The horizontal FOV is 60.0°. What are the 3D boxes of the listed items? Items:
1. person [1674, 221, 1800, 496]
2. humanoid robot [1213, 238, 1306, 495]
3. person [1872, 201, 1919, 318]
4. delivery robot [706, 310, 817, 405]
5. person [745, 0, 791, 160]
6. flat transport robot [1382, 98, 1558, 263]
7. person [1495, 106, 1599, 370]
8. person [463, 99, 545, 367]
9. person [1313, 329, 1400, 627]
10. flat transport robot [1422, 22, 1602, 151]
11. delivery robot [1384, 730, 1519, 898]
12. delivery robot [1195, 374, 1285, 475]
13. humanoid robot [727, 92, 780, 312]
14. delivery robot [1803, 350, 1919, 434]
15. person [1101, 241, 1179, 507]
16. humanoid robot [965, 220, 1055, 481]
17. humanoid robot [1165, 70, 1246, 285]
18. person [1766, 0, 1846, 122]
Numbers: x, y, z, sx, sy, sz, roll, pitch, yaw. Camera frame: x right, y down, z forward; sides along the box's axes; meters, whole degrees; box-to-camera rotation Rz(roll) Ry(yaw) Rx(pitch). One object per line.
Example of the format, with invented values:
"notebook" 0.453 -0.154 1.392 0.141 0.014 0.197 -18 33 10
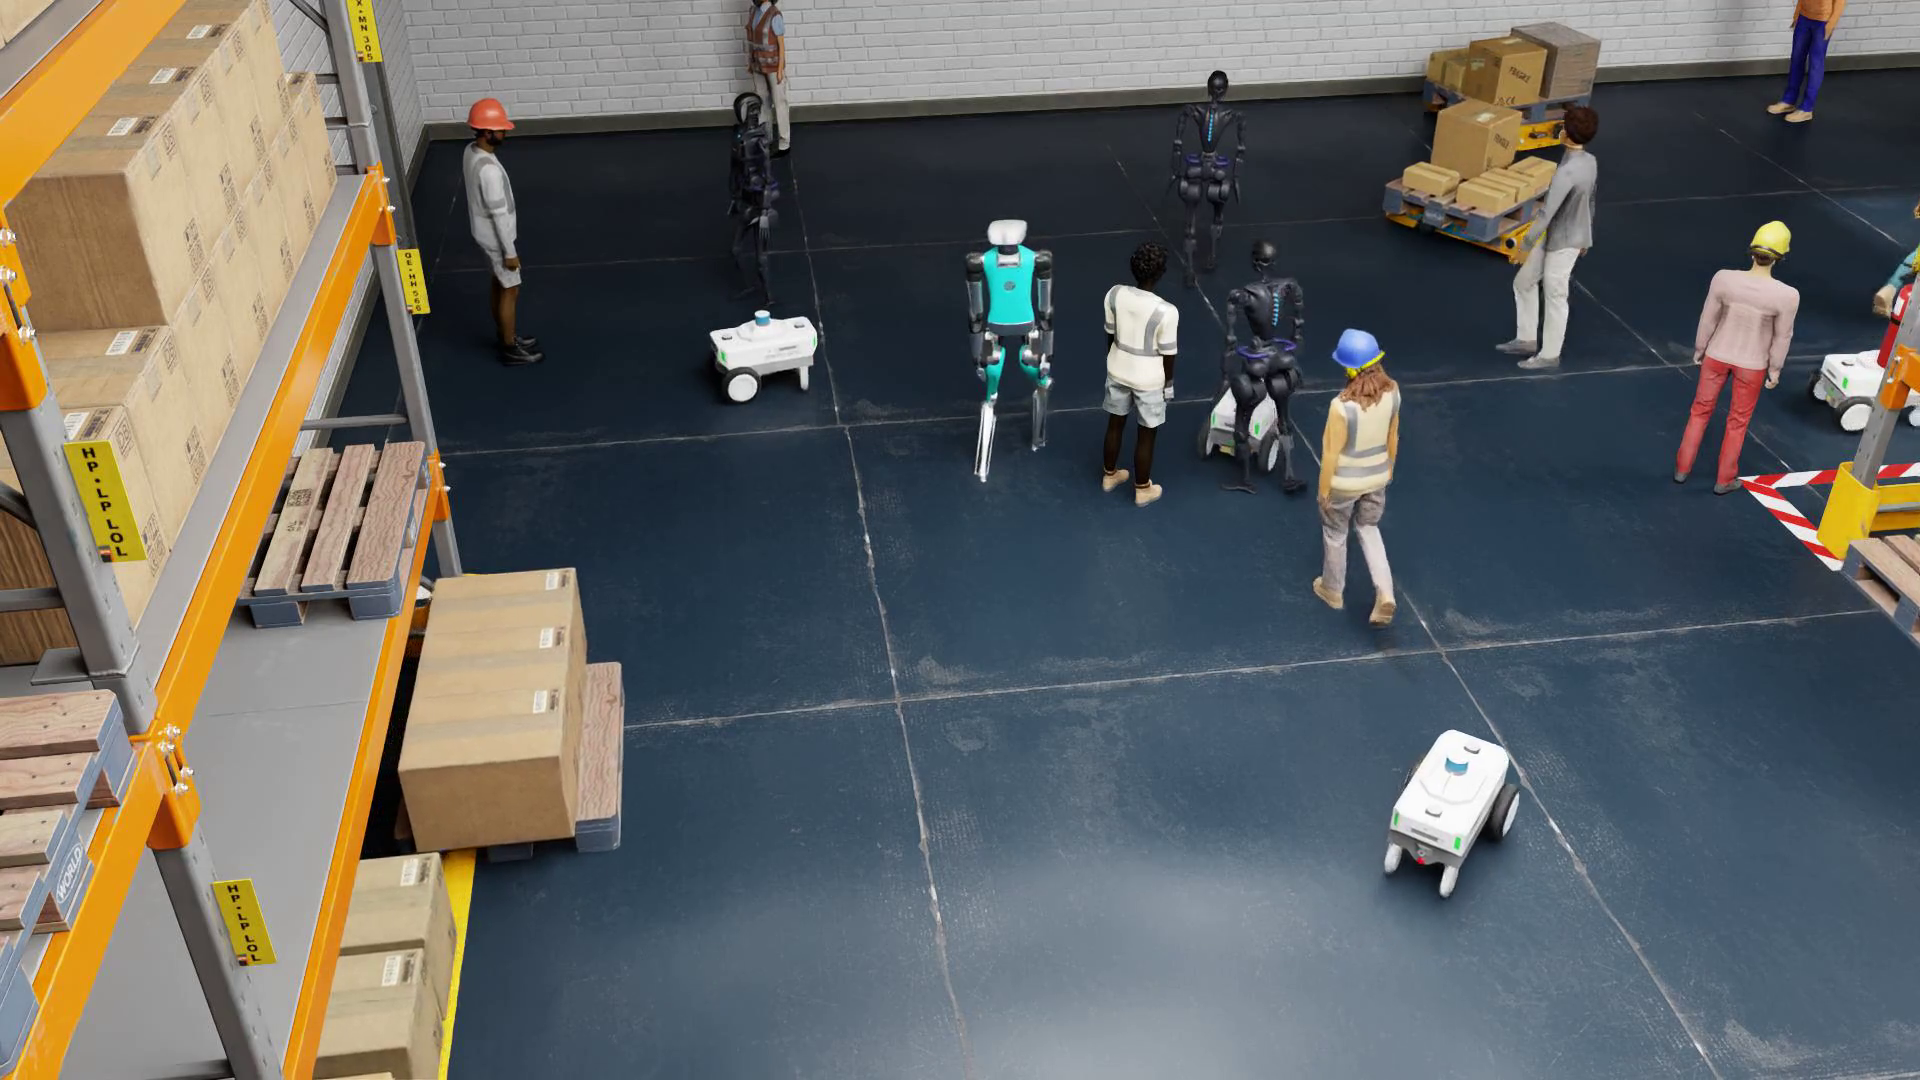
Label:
"person" 4.759 -1.105 10.177 0.532 1.766 0.314 24 40 32
"humanoid robot" 1.876 -1.011 10.122 0.611 1.645 0.488 -13 35 -19
"person" 7.178 -2.383 12.059 0.616 1.848 0.531 -14 36 -20
"delivery robot" -1.395 -1.295 11.591 0.782 0.611 0.502 -12 35 -18
"person" -1.766 -4.327 15.182 0.442 1.687 0.312 27 42 35
"flat transport robot" 4.362 -2.663 13.934 0.659 0.231 1.431 -28 42 -36
"person" 4.089 -2.079 11.571 0.584 1.877 0.492 13 35 19
"person" -3.197 -2.131 11.608 0.387 1.925 0.547 -16 36 -23
"person" 2.175 -0.295 8.939 0.498 1.752 0.608 -11 35 -16
"flat transport robot" 5.227 -4.113 16.155 0.659 0.231 1.431 -12 35 -18
"delivery robot" 2.275 1.225 7.729 0.499 0.611 0.809 20 38 27
"delivery robot" 1.892 -0.825 10.845 0.499 0.583 0.759 15 36 22
"humanoid robot" -1.538 -2.507 12.401 0.342 1.656 0.588 -22 39 -30
"delivery robot" 6.166 -1.048 11.200 0.789 0.598 0.499 -1 33 -2
"person" 1.083 -0.998 10.078 0.532 1.692 0.320 27 42 35
"humanoid robot" 0.325 -1.252 10.475 0.584 1.790 0.835 1 33 1
"humanoid robot" 1.894 -2.827 12.904 0.591 1.644 0.567 6 34 8
"person" 8.254 -5.050 16.038 0.406 1.974 0.517 -12 35 -18
